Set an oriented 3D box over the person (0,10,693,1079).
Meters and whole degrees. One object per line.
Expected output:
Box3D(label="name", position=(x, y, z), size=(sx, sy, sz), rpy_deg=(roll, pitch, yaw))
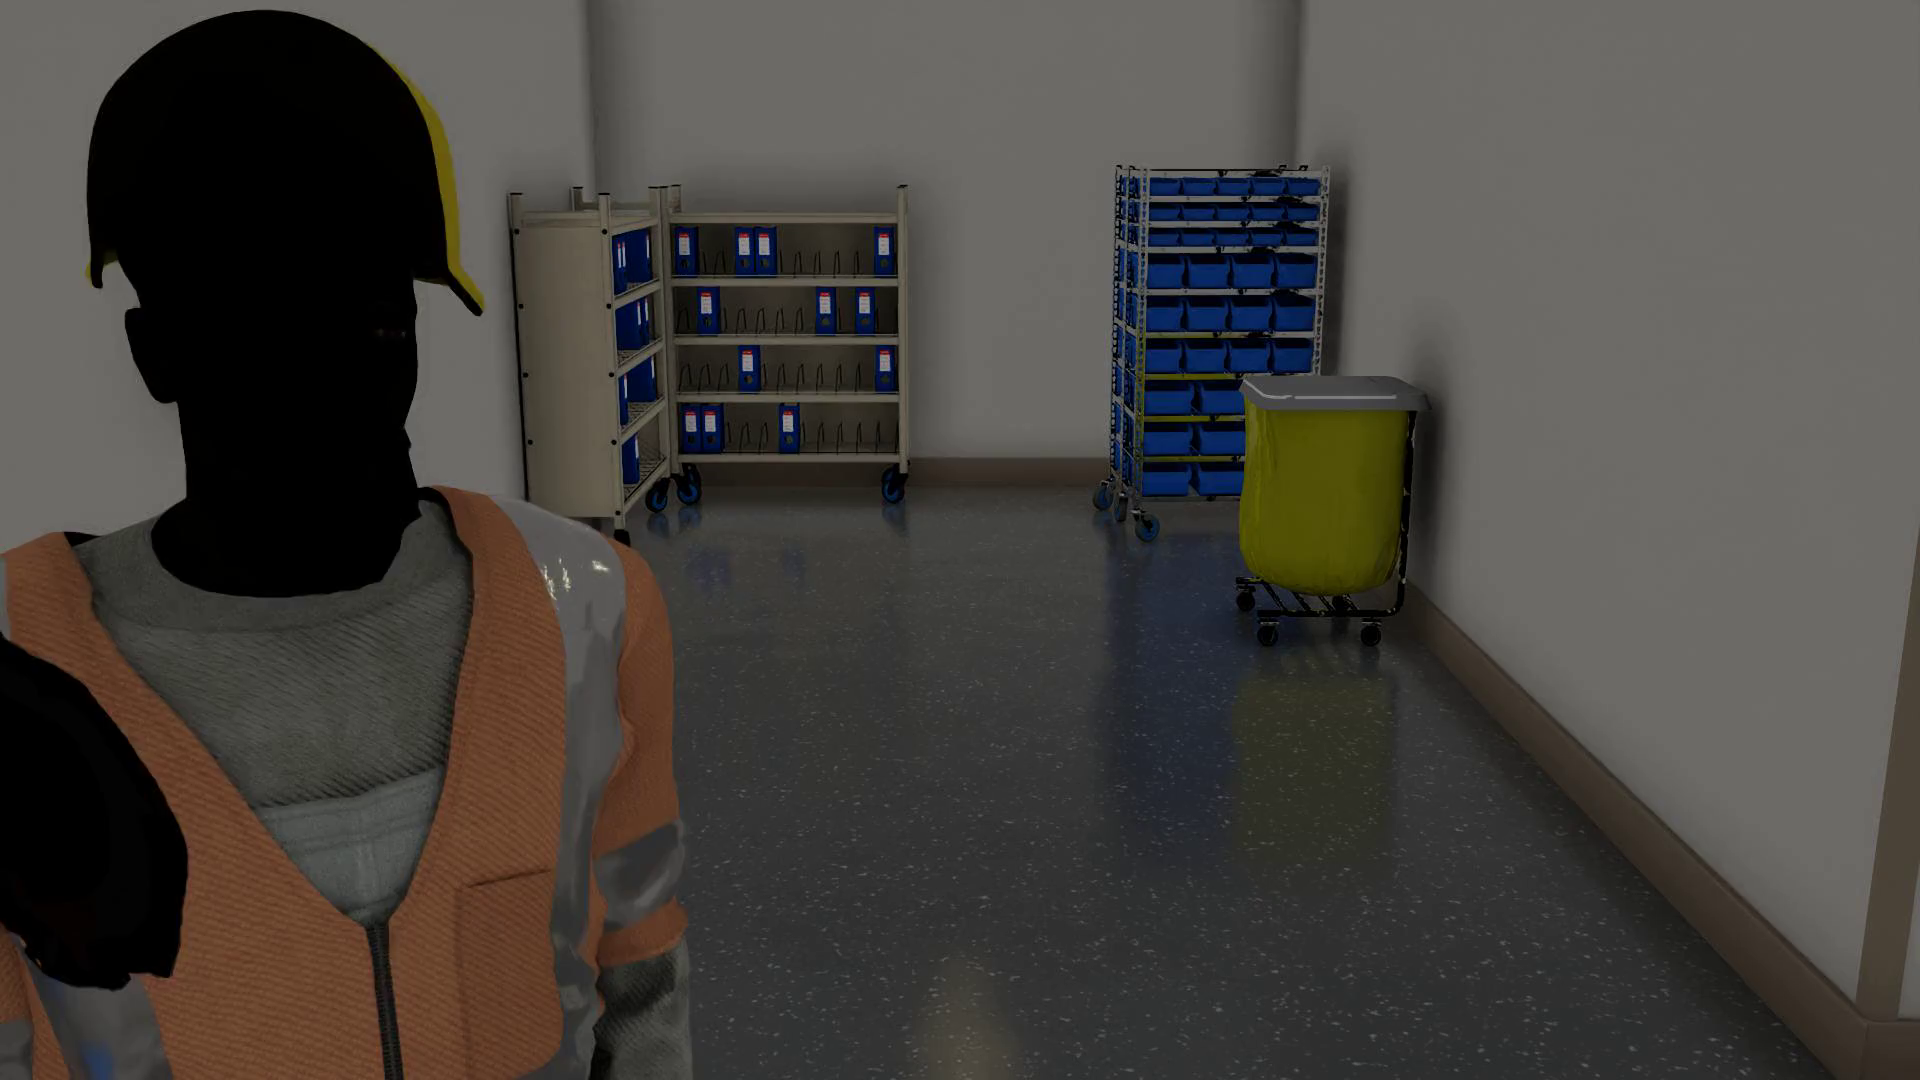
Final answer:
Box3D(label="person", position=(-0.442, 0.610, 1.241), size=(0.587, 1.919, 0.394), rpy_deg=(-10, 17, -37))
